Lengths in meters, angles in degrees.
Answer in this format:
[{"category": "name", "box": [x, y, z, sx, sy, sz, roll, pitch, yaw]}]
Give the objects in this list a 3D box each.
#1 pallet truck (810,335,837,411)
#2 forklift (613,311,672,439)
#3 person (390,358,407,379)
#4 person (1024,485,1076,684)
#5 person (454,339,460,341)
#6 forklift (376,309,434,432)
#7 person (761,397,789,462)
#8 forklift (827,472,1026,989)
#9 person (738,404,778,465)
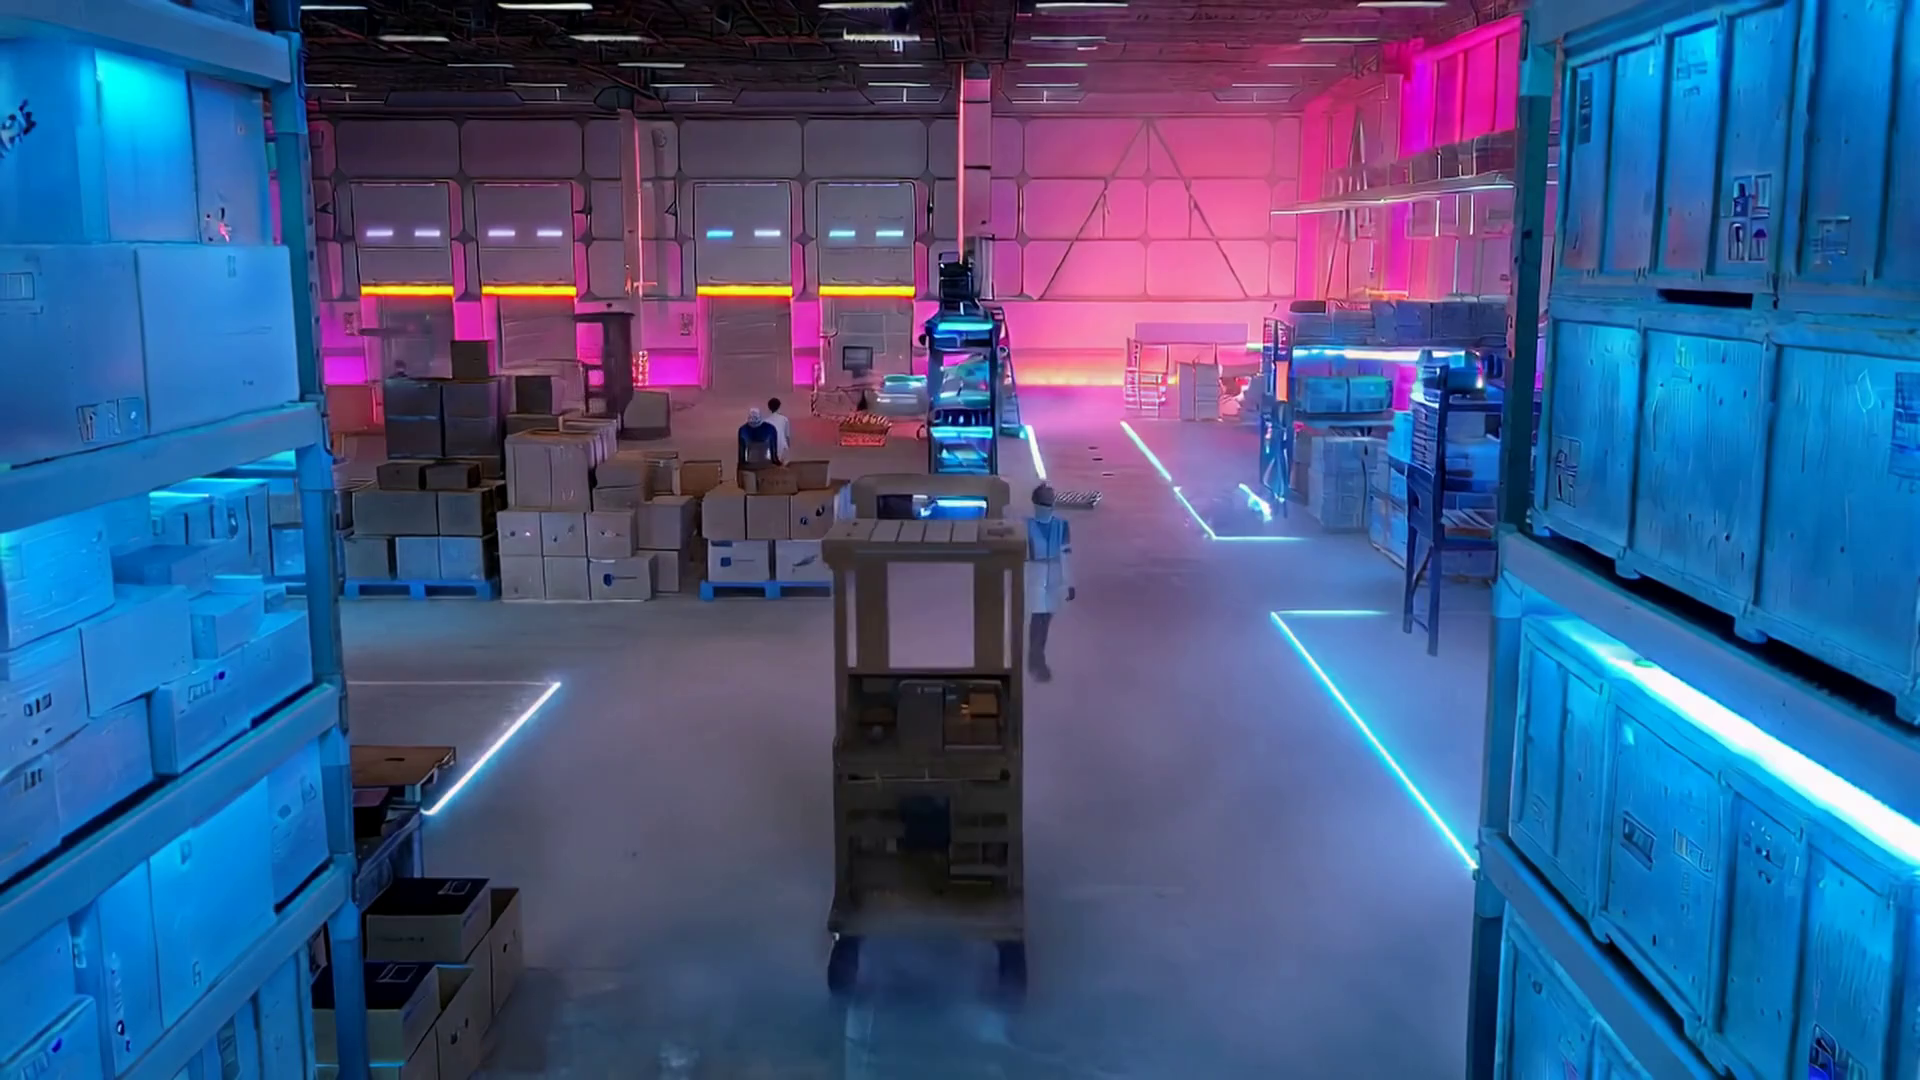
[{"category": "pallet truck", "box": [-3.021, -4.312, 43.126, 1.885, 1.965, 0.823, 3, 10, 17]}, {"category": "forklift", "box": [-7.380, -3.629, 36.642, 1.873, 2.768, 1.129, -3, 10, -16]}, {"category": "person", "box": [-11.679, -2.827, 34.727, 0.355, 1.936, 0.637, 0, 10, -2]}, {"category": "person", "box": [0.845, 0.428, 16.058, 0.547, 1.907, 0.842, -3, 10, -18]}, {"category": "person", "box": [-14.221, -4.893, 47.365, 0.421, 1.683, 0.545, 2, 10, 11]}, {"category": "forklift", "box": [-12.349, -3.849, 37.908, 1.873, 2.768, 1.129, -8, 13, -40]}, {"category": "person", "box": [-3.178, -1.606, 28.422, 0.539, 1.681, 0.360, -3, 10, -17]}, {"category": "forklift", "box": [-0.170, 0.991, 9.983, 1.129, 2.768, 1.873, 0, 10, 1]}, {"category": "person", "box": [-2.957, -1.025, 24.376, 0.633, 1.932, 0.371, 3, 10, 15]}]
